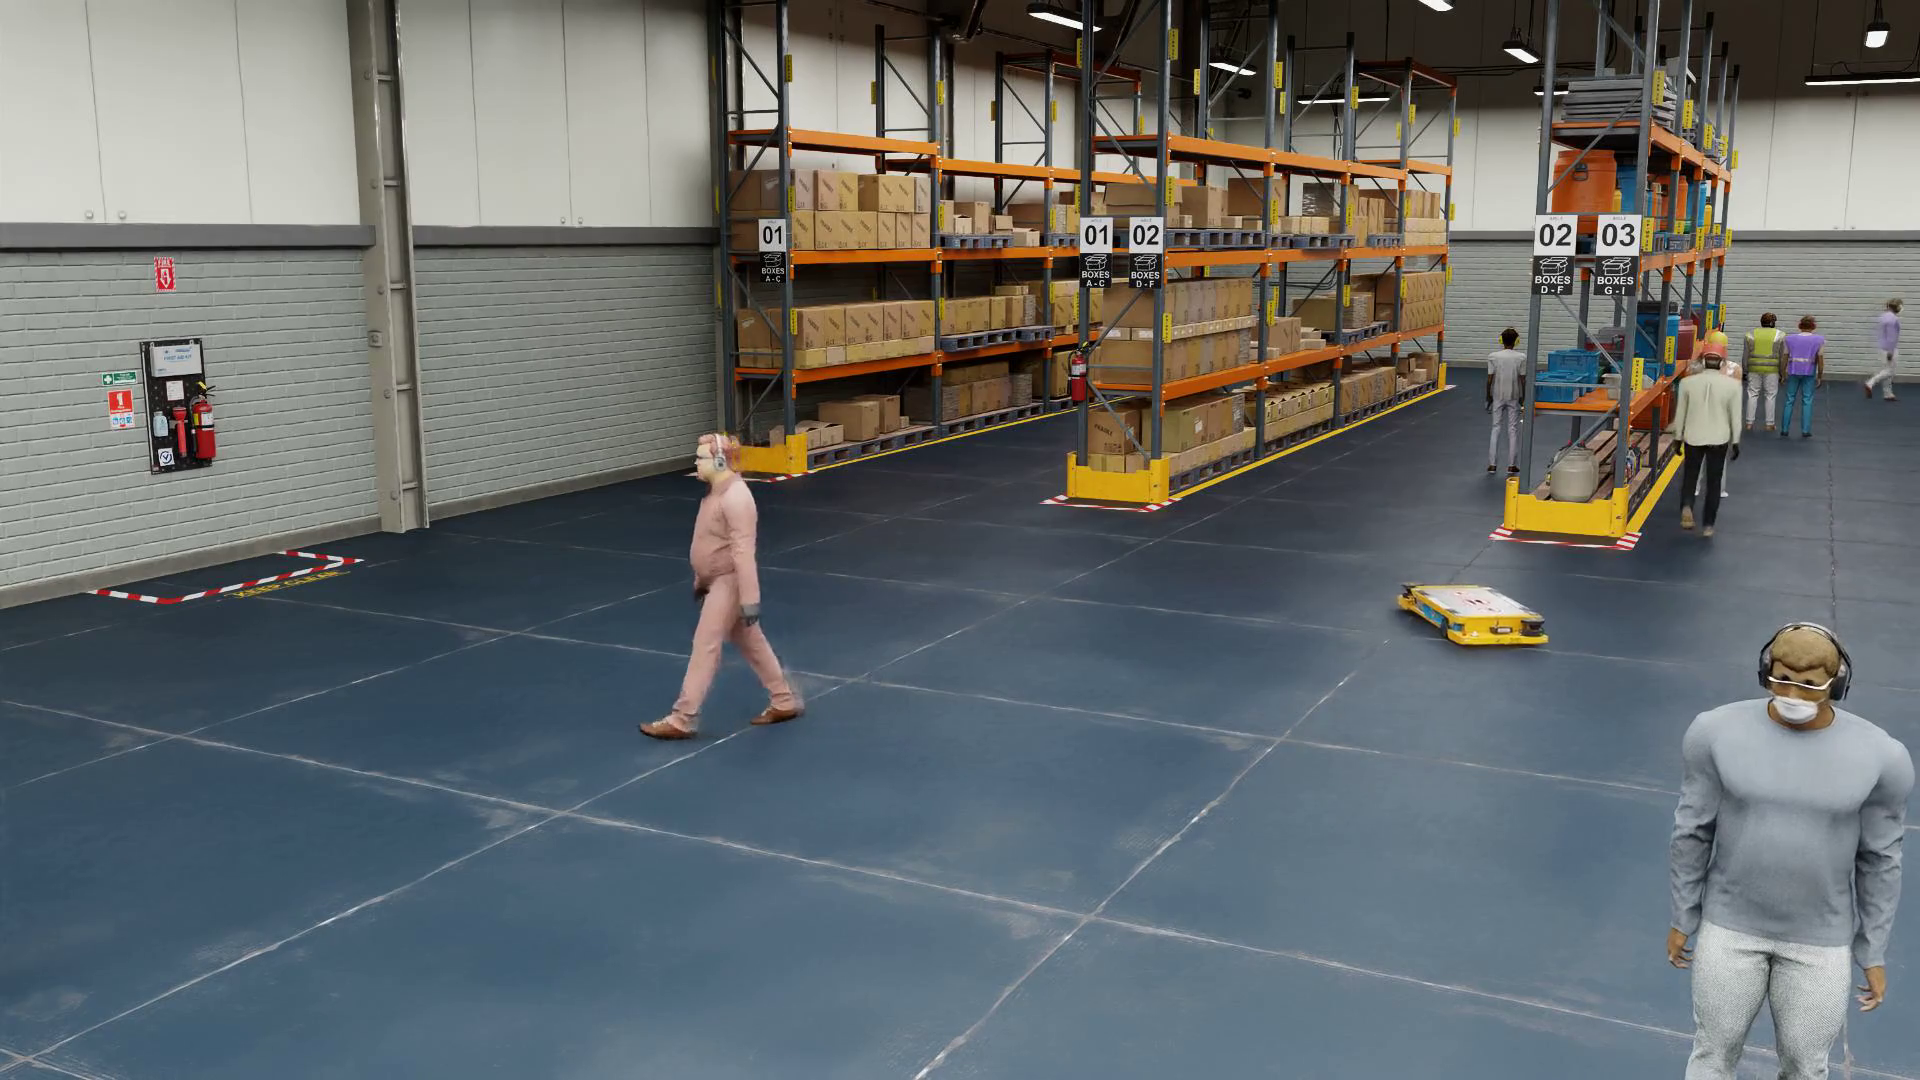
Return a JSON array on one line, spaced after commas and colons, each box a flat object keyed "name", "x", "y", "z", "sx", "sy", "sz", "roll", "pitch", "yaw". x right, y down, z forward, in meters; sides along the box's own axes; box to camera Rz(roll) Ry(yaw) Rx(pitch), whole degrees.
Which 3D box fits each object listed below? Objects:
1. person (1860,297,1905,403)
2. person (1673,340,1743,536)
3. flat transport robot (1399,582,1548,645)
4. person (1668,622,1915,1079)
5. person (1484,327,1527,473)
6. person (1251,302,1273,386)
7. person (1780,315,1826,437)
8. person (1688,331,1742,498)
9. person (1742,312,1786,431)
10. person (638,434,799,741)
[{"name": "person", "x": 16.839, "y": -3.450, "z": 30.218, "sx": 0.614, "sy": 1.925, "sz": 0.645, "roll": 5, "pitch": 11, "yaw": 24}, {"name": "person", "x": 7.564, "y": -1.024, "z": 16.838, "sx": 0.639, "sy": 1.976, "sz": 0.530, "roll": 6, "pitch": 12, "yaw": 28}, {"name": "flat transport robot", "x": 3.955, "y": 0.555, "z": 12.891, "sx": 0.652, "sy": 0.197, "sz": 1.431, "roll": -1, "pitch": 10, "yaw": -4}, {"name": "person", "x": 2.439, "y": 1.177, "z": 4.966, "sx": 0.627, "sy": 1.934, "sz": 0.371, "roll": 5, "pitch": 12, "yaw": 27}, {"name": "person", "x": 6.993, "y": -1.784, "z": 21.295, "sx": 0.532, "sy": 1.866, "sz": 0.321, "roll": 4, "pitch": 11, "yaw": 22}, {"name": "person", "x": 5.214, "y": -3.174, "z": 28.675, "sx": 0.542, "sy": 1.939, "sz": 0.361, "roll": 6, "pitch": 12, "yaw": 28}, {"name": "person", "x": 12.739, "y": -2.476, "z": 25.163, "sx": 0.562, "sy": 1.833, "sz": 0.374, "roll": 7, "pitch": 12, "yaw": 33}, {"name": "person", "x": 8.717, "y": -1.445, "z": 19.272, "sx": 0.600, "sy": 1.928, "sz": 0.374, "roll": 6, "pitch": 12, "yaw": 29}, {"name": "person", "x": 12.550, "y": -2.626, "z": 25.962, "sx": 0.633, "sy": 1.837, "sz": 0.429, "roll": 7, "pitch": 12, "yaw": 33}, {"name": "person", "x": -1.445, "y": 0.276, "z": 10.104, "sx": 1.017, "sy": 1.852, "sz": 0.670, "roll": -3, "pitch": 11, "yaw": -16}]
